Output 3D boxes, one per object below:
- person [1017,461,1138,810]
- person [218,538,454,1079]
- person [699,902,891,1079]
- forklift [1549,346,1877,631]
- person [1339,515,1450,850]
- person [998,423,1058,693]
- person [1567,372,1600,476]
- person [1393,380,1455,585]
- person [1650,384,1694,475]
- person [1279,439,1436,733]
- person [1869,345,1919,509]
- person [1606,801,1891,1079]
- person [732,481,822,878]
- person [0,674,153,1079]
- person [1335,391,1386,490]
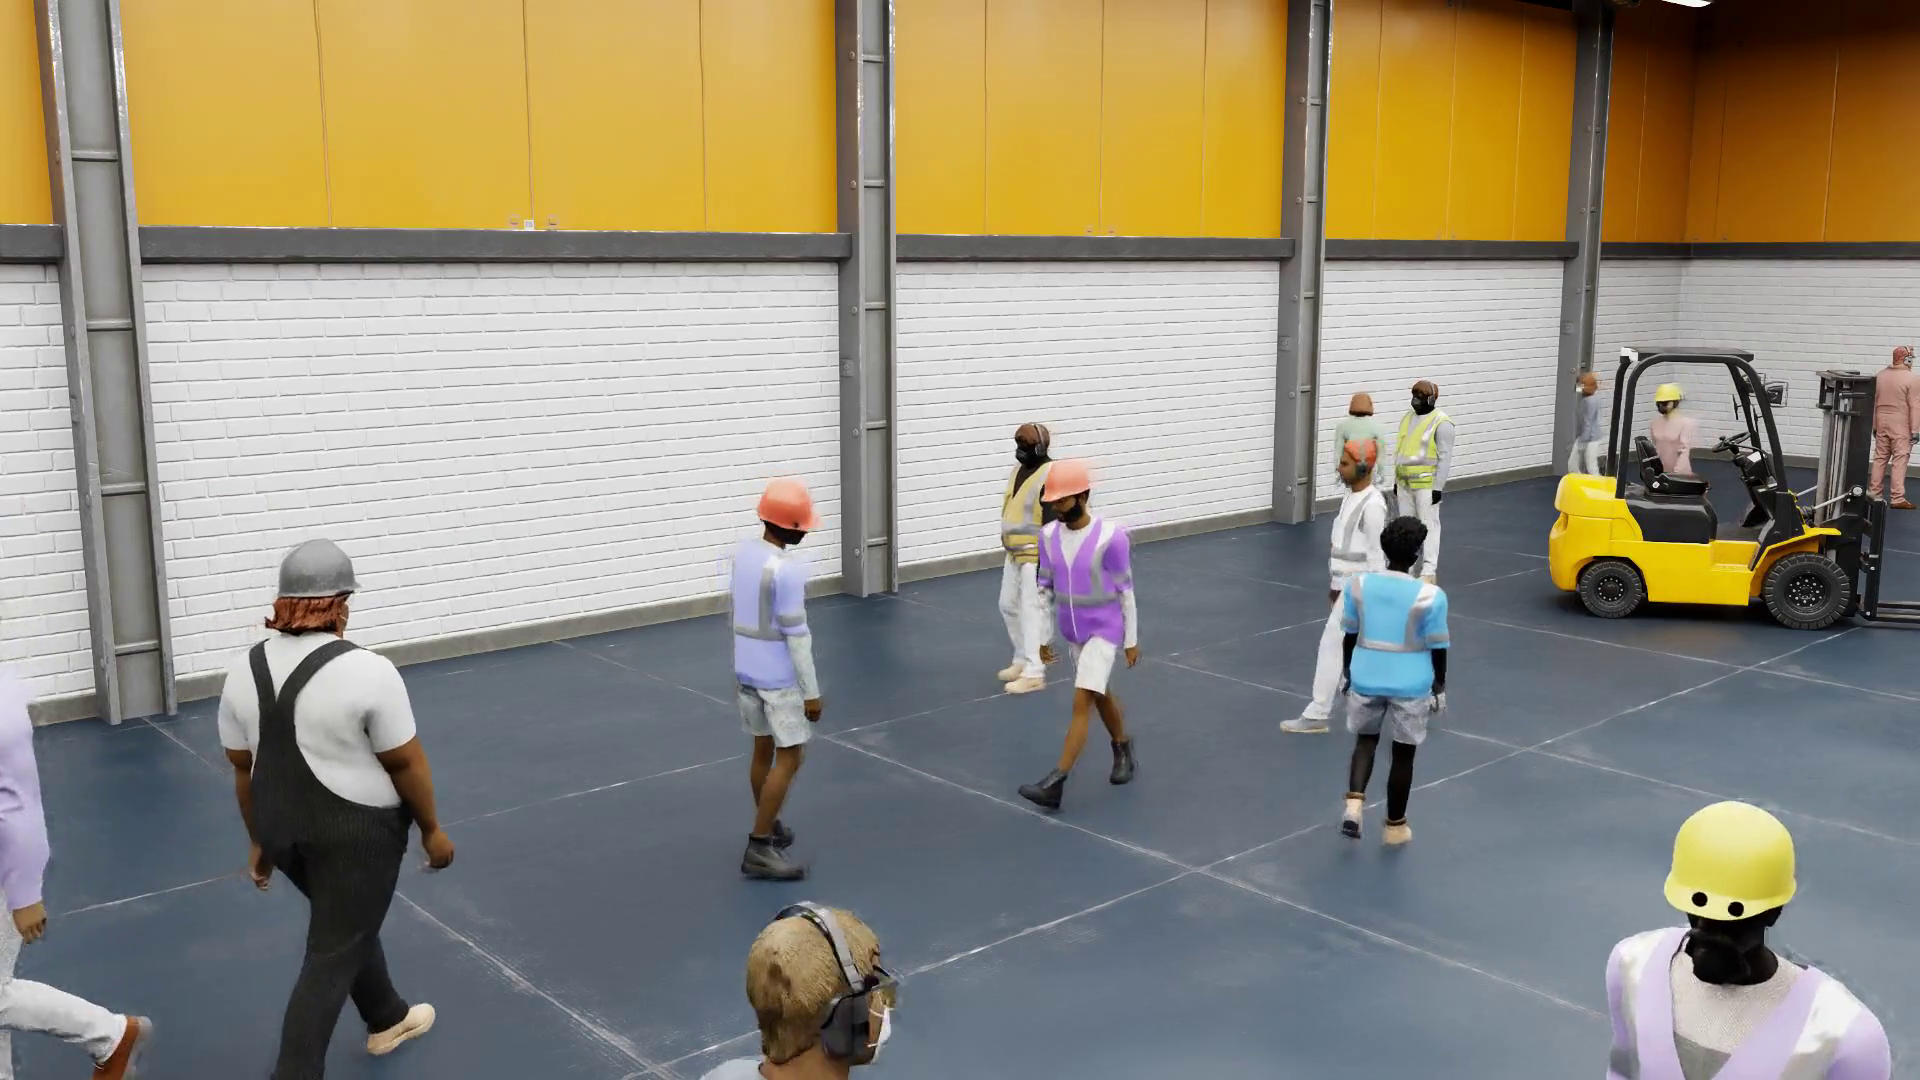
[{"bbox_3d":[0.678,0.486,9.010,0.552,1.860,1.076,8,13,40],"label":"person"},{"bbox_3d":[-2.166,0.957,5.737,0.687,2.000,1.008,4,11,24],"label":"person"},{"bbox_3d":[-0.250,1.544,2.702,0.393,1.943,0.649,-5,11,-29],"label":"person"},{"bbox_3d":[6.109,-0.478,13.691,2.313,2.155,1.214,3,10,16],"label":"forklift"},{"bbox_3d":[2.125,0.714,8.174,0.554,1.685,0.384,6,12,34],"label":"person"},{"bbox_3d":[0.485,0.115,11.278,0.455,1.833,0.665,-4,11,-23],"label":"person"},{"bbox_3d":[7.267,-1.156,19.369,0.561,1.603,0.529,0,10,2],"label":"person"},{"bbox_3d":[4.104,-0.507,14.883,0.429,1.847,0.627,-5,11,-28],"label":"person"},{"bbox_3d":[6.816,-0.636,16.023,0.933,1.714,0.534,-5,11,-29],"label":"person"},{"bbox_3d":[2.497,0.291,10.217,0.931,1.853,0.583,1,10,5],"label":"person"},{"bbox_3d":[10.961,-1.318,19.448,0.409,1.907,0.651,-3,10,-19],"label":"person"},{"bbox_3d":[1.630,1.424,3.453,0.915,1.895,0.600,-7,12,-36],"label":"person"},{"bbox_3d":[-0.907,0.656,7.940,0.488,1.895,0.651,-8,12,-38],"label":"person"},{"bbox_3d":[-3.119,1.070,5.440,0.655,1.917,0.601,9,13,42],"label":"person"},{"bbox_3d":[3.940,-0.670,16.496,0.504,1.610,0.677,6,11,31],"label":"person"}]
